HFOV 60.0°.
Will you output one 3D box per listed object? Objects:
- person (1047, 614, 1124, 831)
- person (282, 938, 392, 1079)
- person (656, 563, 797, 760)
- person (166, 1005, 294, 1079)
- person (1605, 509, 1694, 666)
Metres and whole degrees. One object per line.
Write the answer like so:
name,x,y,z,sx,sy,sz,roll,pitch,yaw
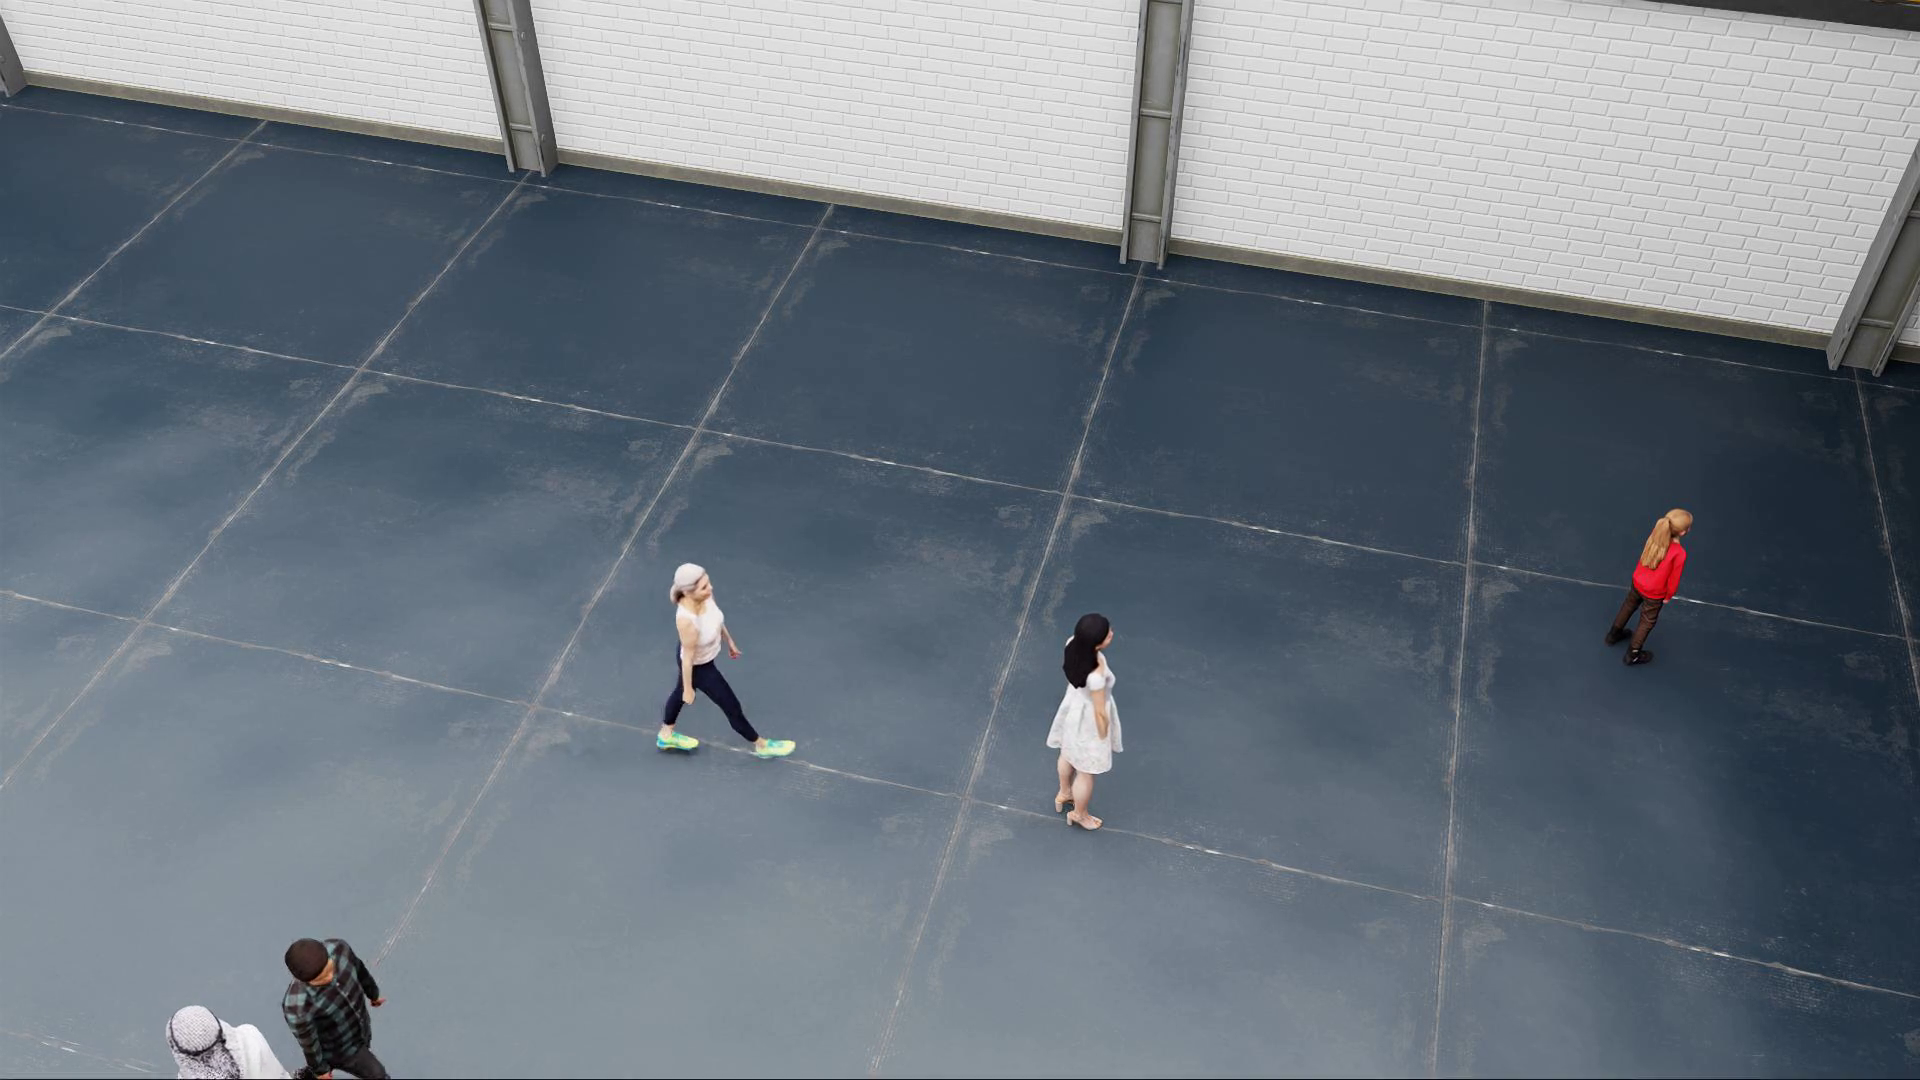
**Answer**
person,0.750,1.082,9.906,0.816,1.770,0.774,-15,46,-15
person,-3.201,2.454,8.434,1.032,1.675,0.742,5,44,5
person,-1.699,0.776,10.313,1.199,1.652,0.774,3,44,3
person,-3.330,2.852,7.946,0.974,1.911,0.792,19,47,19
person,4.612,0.294,11.088,0.612,1.280,0.568,-15,46,-15
